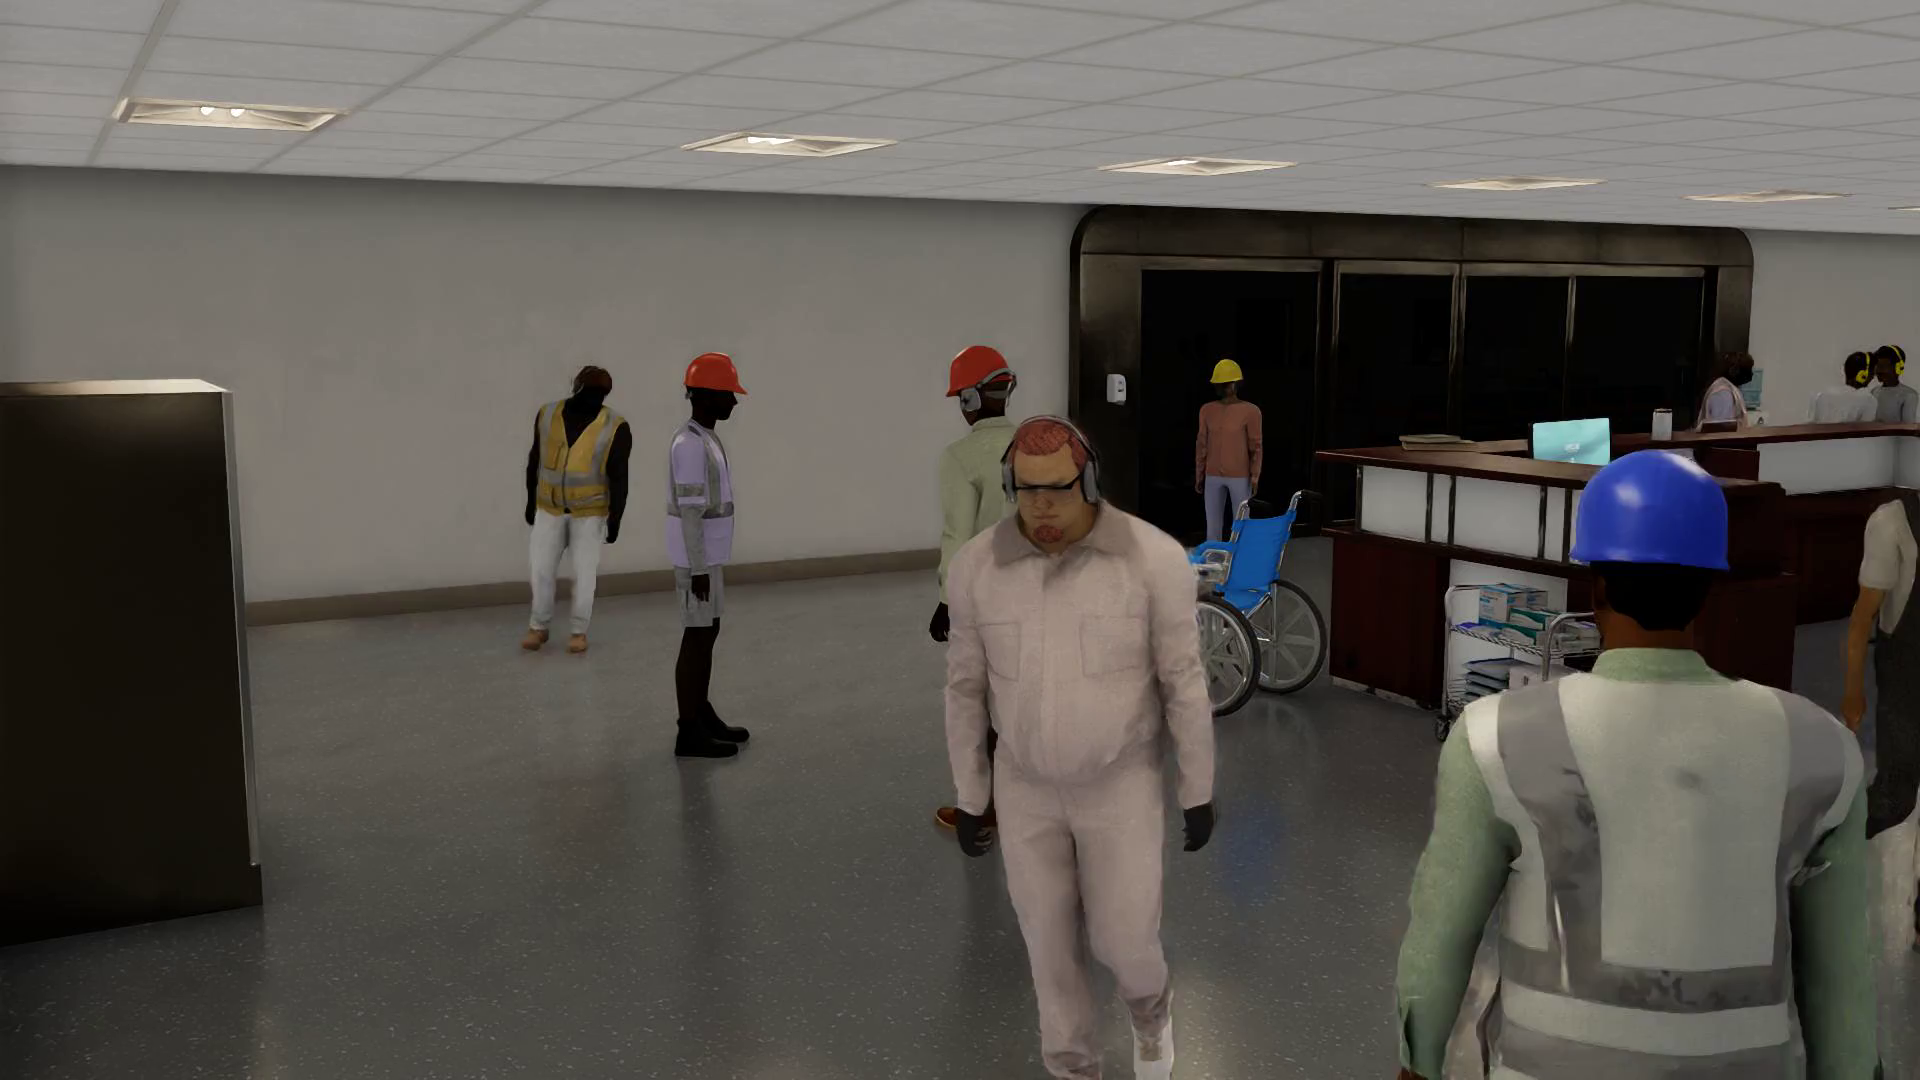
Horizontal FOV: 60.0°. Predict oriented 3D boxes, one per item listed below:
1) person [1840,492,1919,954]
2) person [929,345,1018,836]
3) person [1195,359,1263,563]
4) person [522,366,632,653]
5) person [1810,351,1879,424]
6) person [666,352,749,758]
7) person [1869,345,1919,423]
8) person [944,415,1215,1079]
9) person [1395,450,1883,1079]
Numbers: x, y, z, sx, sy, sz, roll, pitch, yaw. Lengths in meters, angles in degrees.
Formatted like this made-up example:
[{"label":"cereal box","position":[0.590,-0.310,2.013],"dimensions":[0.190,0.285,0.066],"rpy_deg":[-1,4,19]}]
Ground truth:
[{"label":"person","position":[3.150,0.465,5.481],"dimensions":[0.512,1.830,0.604],"rpy_deg":[0,8,-2]},{"label":"person","position":[0.116,0.204,6.793],"dimensions":[0.393,1.986,0.610],"rpy_deg":[8,11,44]},{"label":"person","position":[2.006,-0.474,12.507],"dimensions":[0.531,1.765,0.327],"rpy_deg":[5,9,34]},{"label":"person","position":[-2.377,-0.181,10.297],"dimensions":[0.708,1.792,0.431],"rpy_deg":[1,8,4]},{"label":"person","position":[6.744,-0.533,12.762],"dimensions":[0.960,1.813,0.542],"rpy_deg":[-3,8,-21]},{"label":"person","position":[-1.203,0.071,7.973],"dimensions":[0.390,1.929,0.545],"rpy_deg":[0,8,1]},{"label":"person","position":[7.101,-0.566,12.817],"dimensions":[0.329,1.865,0.507],"rpy_deg":[-2,8,-11]},{"label":"person","position":[0.299,0.615,4.219],"dimensions":[0.690,1.875,0.534],"rpy_deg":[3,8,19]},{"label":"person","position":[0.988,0.823,2.564],"dimensions":[0.623,1.911,0.805],"rpy_deg":[0,8,-2]}]
